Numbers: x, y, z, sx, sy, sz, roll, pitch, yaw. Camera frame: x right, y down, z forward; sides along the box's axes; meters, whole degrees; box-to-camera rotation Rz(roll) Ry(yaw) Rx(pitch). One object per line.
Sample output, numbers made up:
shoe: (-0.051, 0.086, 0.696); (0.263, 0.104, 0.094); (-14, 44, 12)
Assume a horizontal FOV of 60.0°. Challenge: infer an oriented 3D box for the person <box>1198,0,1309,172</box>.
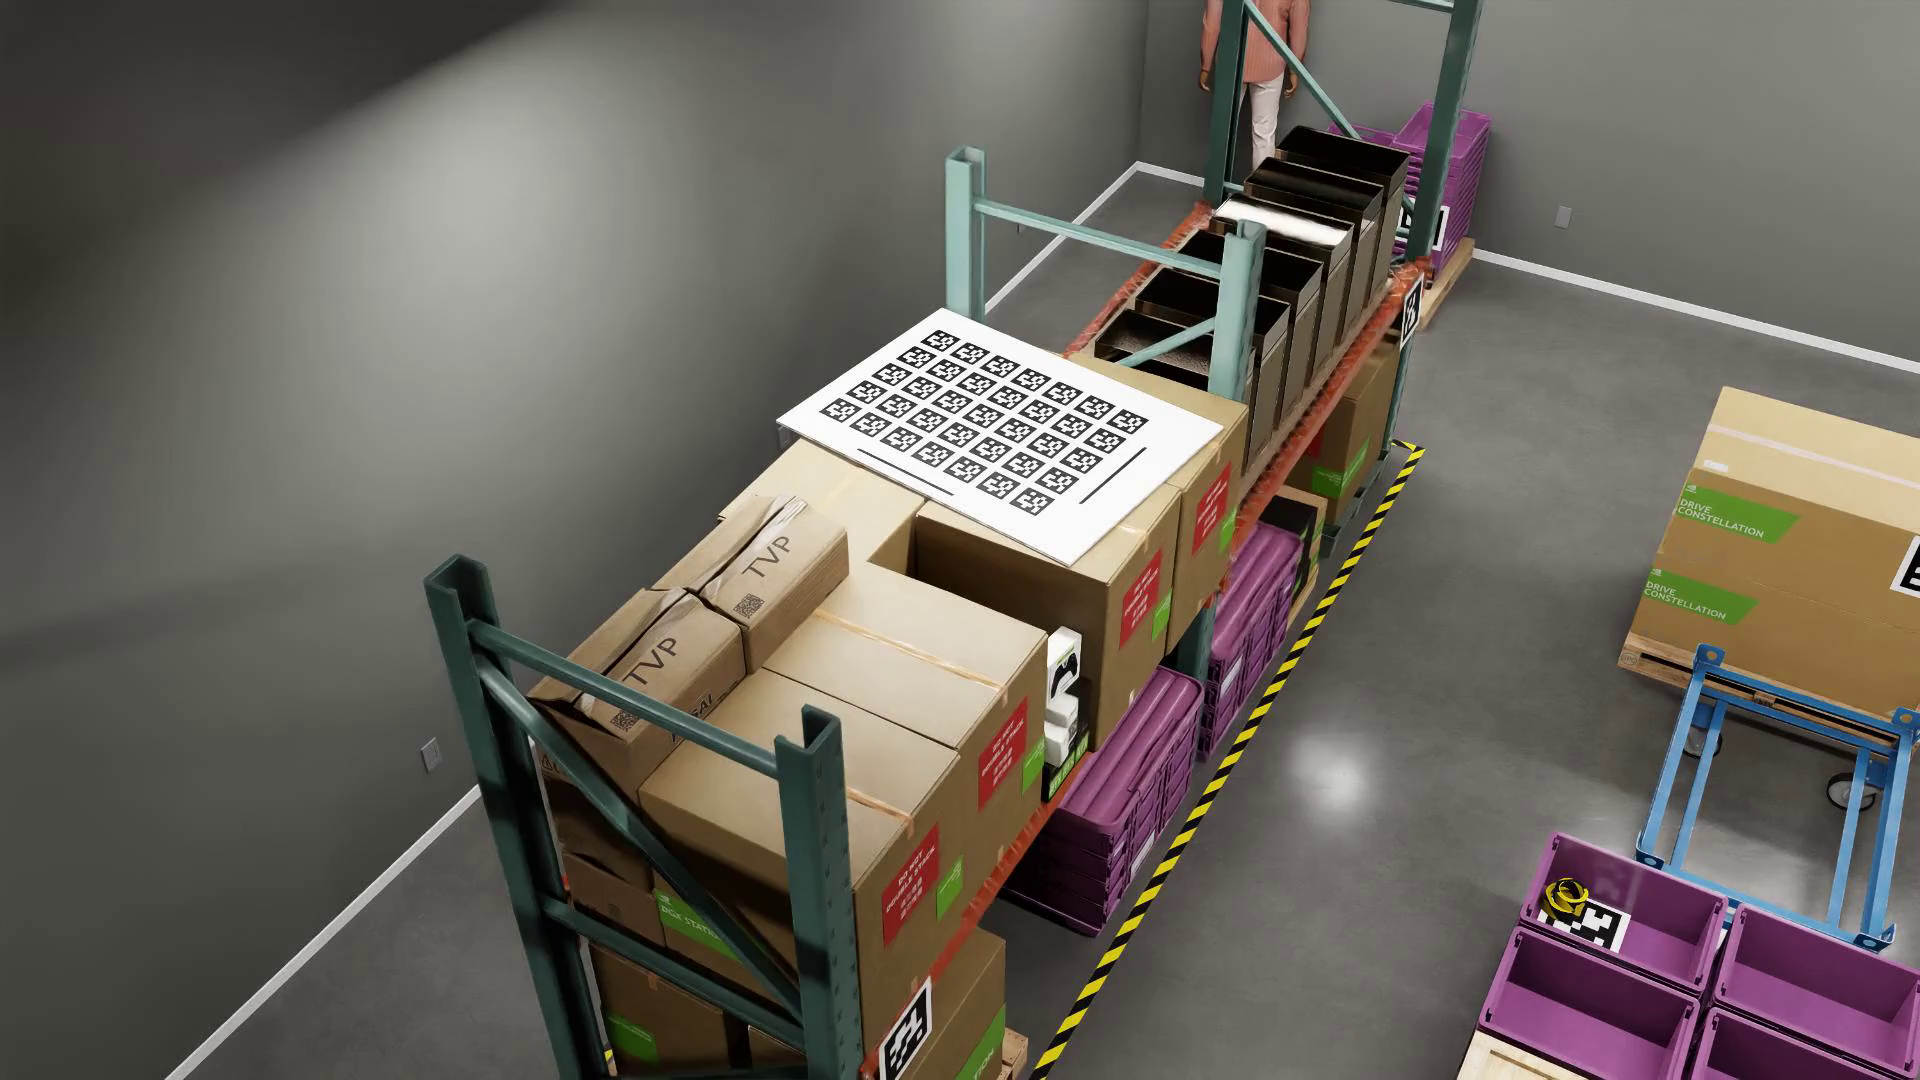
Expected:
person: (1.737, -2.846, 9.945); (0.622, 1.992, 0.393); (4, 40, 5)
